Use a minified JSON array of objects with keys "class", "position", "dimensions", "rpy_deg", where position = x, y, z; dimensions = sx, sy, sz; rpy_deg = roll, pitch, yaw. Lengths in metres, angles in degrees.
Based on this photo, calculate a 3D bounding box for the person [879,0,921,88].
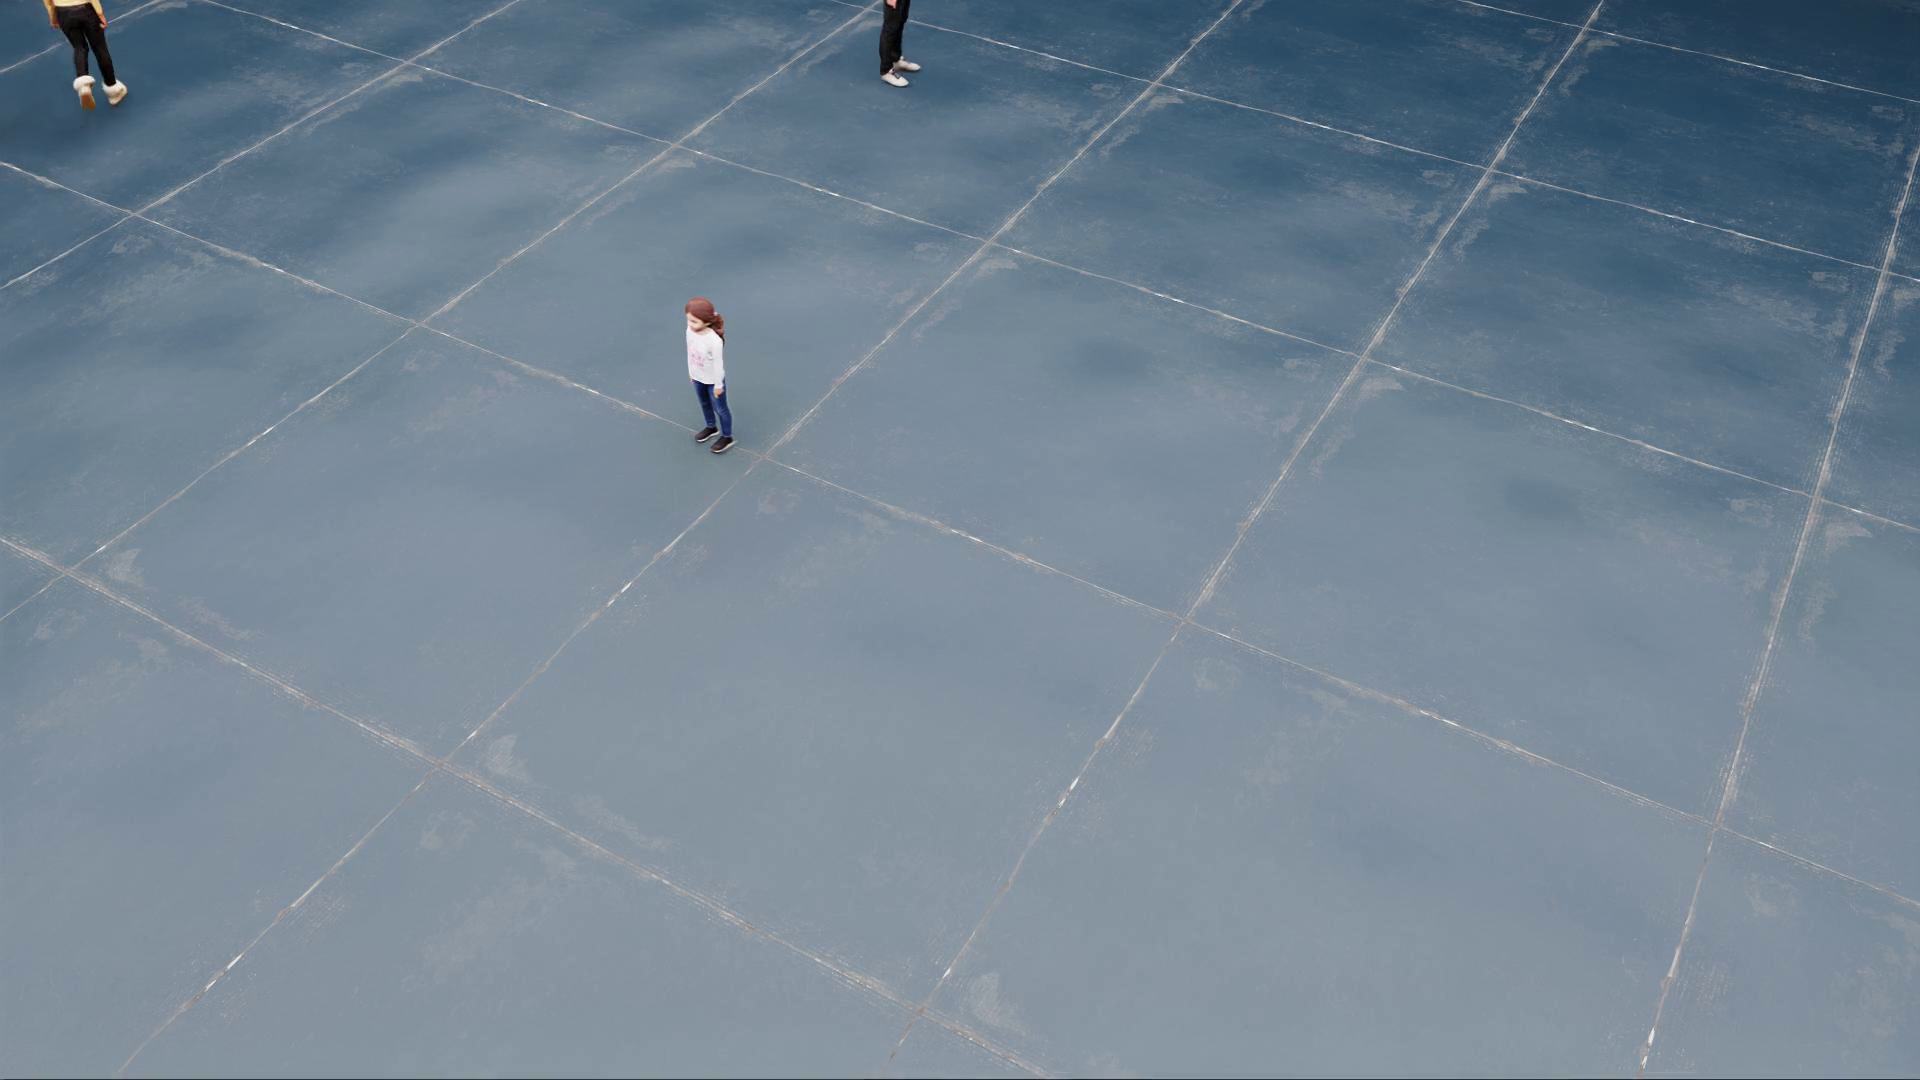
[{"class":"person","position":[-0.543,-4.792,14.197],"dimensions":[0.726,1.756,0.520],"rpy_deg":[14,44,15]}]

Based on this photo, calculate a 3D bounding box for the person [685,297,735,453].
[{"class":"person","position":[-1.596,-1.062,10.574],"dimensions":[0.457,1.106,0.489],"rpy_deg":[27,49,26]}]

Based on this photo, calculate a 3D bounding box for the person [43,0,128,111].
[{"class":"person","position":[-7.344,-4.319,13.759],"dimensions":[0.868,1.644,0.962],"rpy_deg":[-2,42,-3]}]
